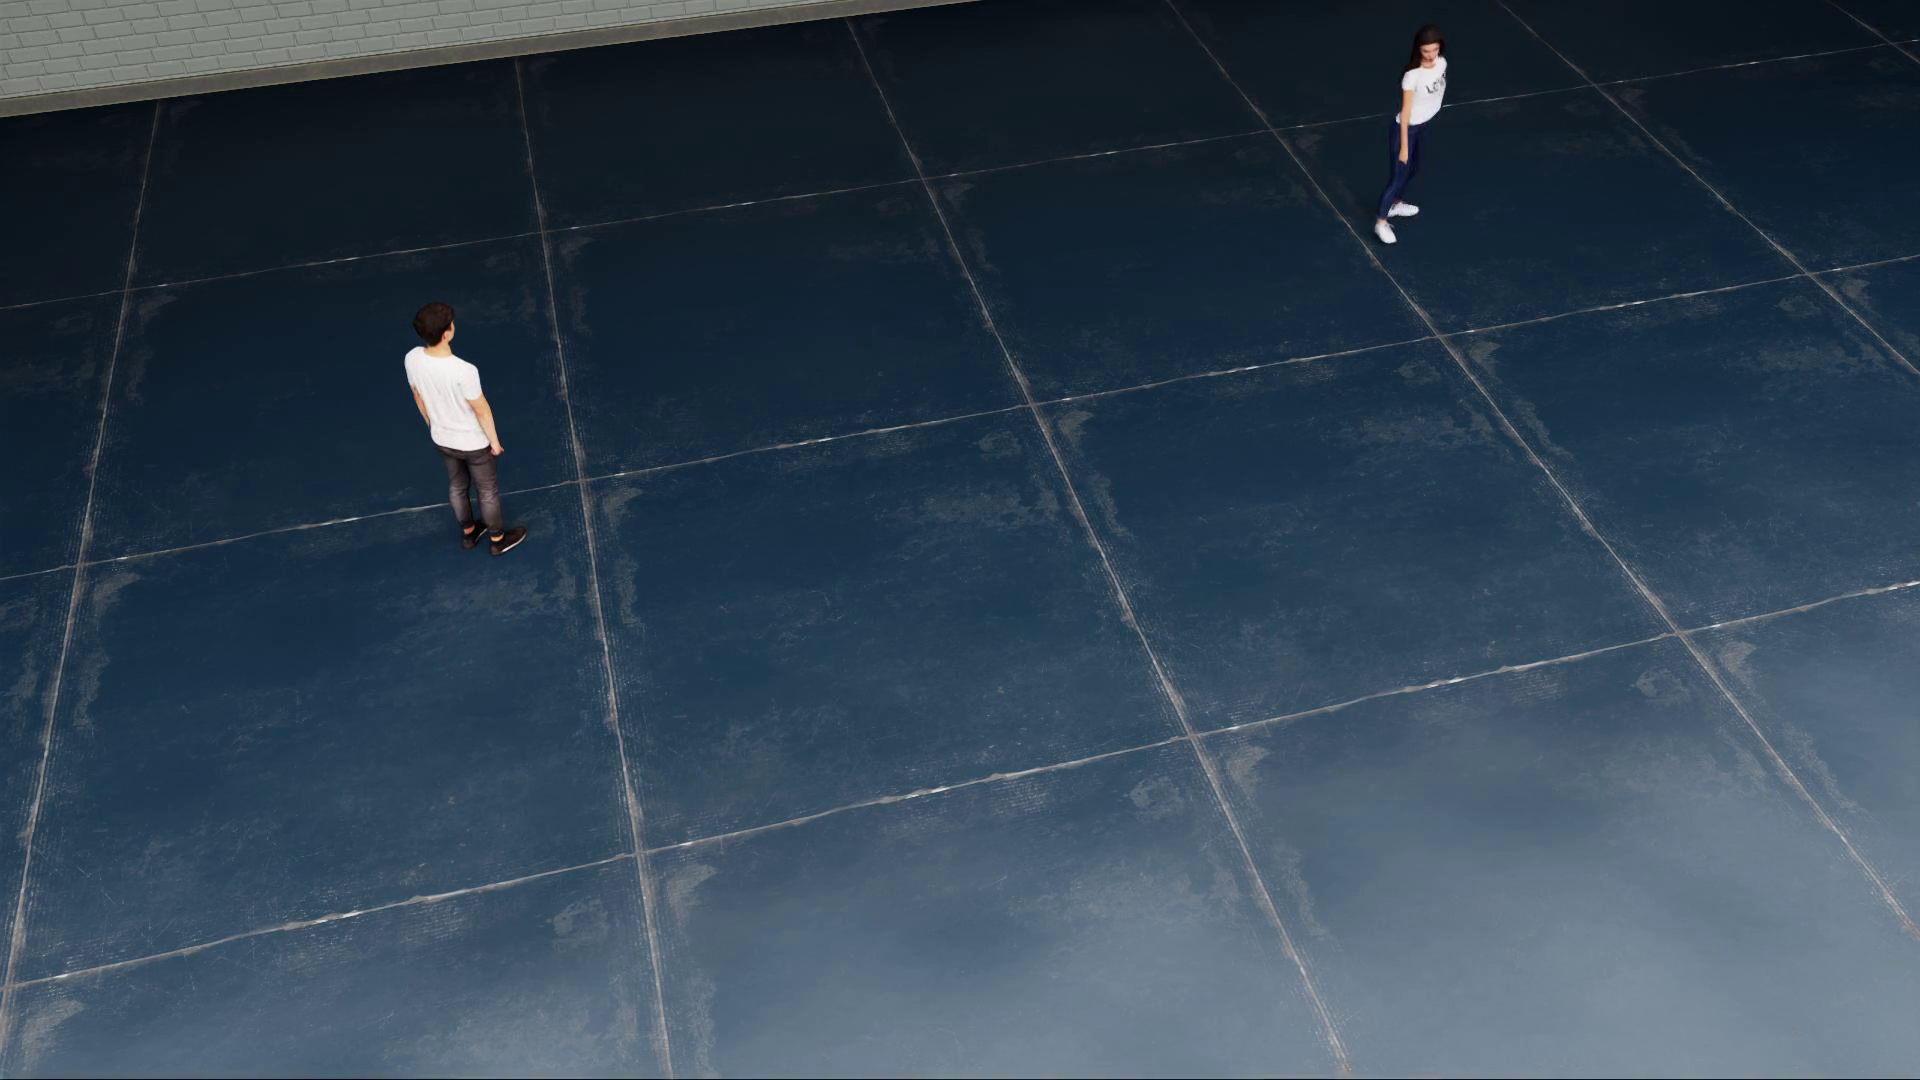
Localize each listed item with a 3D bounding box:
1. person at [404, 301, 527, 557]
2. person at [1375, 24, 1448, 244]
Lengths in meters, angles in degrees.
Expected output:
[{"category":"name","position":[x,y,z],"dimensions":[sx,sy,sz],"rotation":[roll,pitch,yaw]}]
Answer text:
[{"category":"person","position":[-2.892,-0.632,9.603],"dimensions":[0.702,1.721,0.730],"rotation":[16,45,16]},{"category":"person","position":[3.247,-2.964,12.079],"dimensions":[0.857,1.749,0.879],"rotation":[22,47,22]}]
